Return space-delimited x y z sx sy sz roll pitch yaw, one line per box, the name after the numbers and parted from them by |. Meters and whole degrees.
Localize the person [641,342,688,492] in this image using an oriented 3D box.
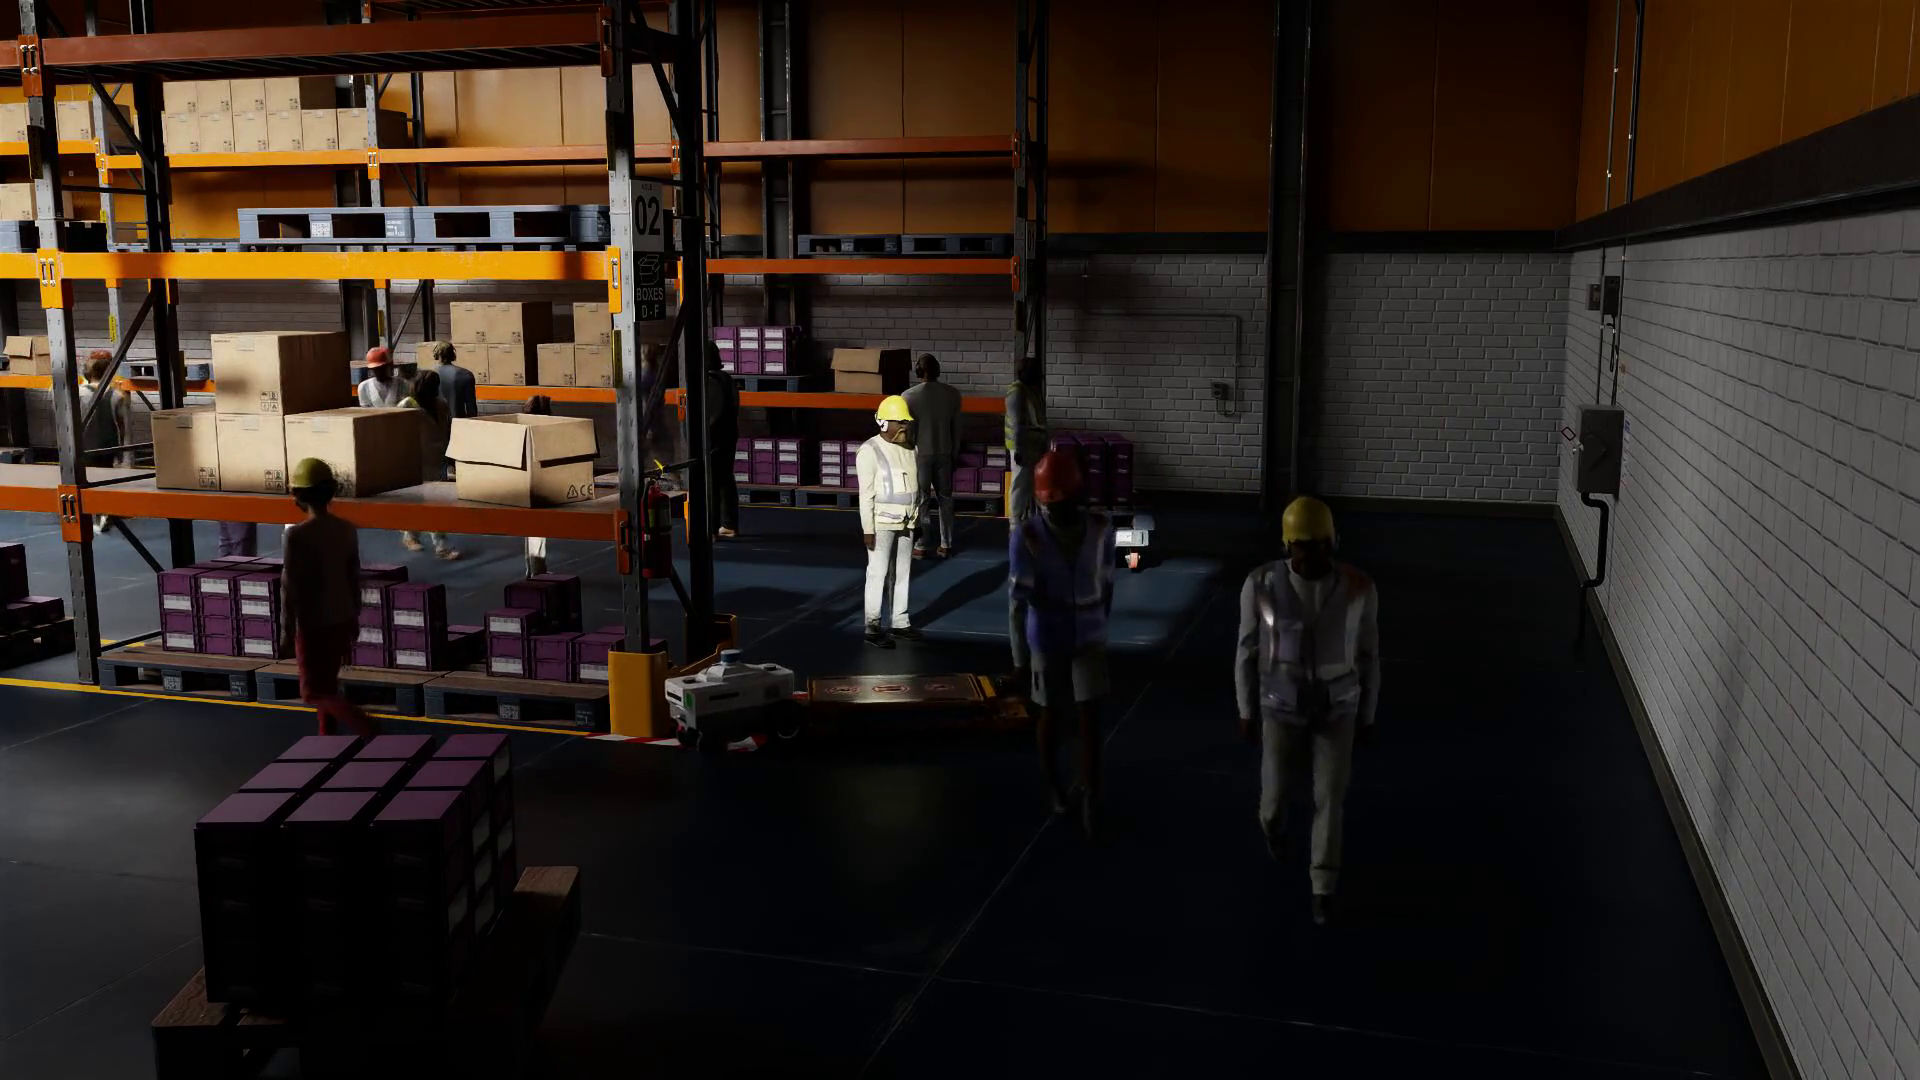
-3.345 -1.265 18.698 0.955 1.896 0.655 2 10 14 | person

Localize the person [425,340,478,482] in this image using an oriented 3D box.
-5.645 -1.228 18.362 0.631 1.939 0.370 -4 10 -21 | person

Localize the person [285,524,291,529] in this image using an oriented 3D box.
-5.770 -0.574 14.537 0.356 1.886 0.572 -5 11 -29 | person

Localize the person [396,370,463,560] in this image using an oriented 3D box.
-5.087 -0.727 15.805 0.950 1.792 0.610 5 10 26 | person

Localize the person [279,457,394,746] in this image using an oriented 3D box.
-3.304 0.433 8.800 0.686 1.748 0.523 3 10 16 | person

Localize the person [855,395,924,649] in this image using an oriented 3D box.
-0.485 -0.134 12.039 0.404 1.826 0.589 8 12 40 | person

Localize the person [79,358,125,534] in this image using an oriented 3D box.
-8.779 -0.942 17.005 0.619 1.810 0.584 8 12 40 | person

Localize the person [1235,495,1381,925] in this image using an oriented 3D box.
1.482 0.682 7.139 0.609 1.806 0.659 1 9 6 | person

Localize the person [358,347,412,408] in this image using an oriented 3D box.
-6.081 -1.099 17.680 0.562 1.904 0.510 -1 9 -9 | person

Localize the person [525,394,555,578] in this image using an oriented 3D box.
-3.675 -0.449 14.519 0.311 1.639 0.521 -4 10 -21 | person

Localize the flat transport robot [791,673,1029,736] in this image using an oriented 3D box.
-0.340 0.979 9.978 1.431 0.197 0.652 -1 9 -6 | flat transport robot

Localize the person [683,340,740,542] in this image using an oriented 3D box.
-2.512 -1.011 16.729 0.541 2.000 0.689 5 11 28 | person

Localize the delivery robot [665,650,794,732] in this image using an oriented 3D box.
-1.313 0.871 9.491 0.707 0.478 0.477 -6 11 -34 | delivery robot

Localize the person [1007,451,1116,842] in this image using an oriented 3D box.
0.498 0.499 8.010 0.550 1.876 0.869 -1 9 -8 | person

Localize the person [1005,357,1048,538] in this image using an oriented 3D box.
0.675 -0.935 16.873 0.429 1.841 0.633 3 10 19 | person

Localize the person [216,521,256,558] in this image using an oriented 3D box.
-5.638 -0.324 12.983 0.397 1.900 0.651 -7 12 -37 | person

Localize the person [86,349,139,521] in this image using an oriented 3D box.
-9.222 -1.110 17.850 0.546 1.873 0.602 -6 11 -32 | person

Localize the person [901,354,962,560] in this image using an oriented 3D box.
-0.284 -0.778 15.630 0.628 1.935 0.373 -4 10 -25 | person
